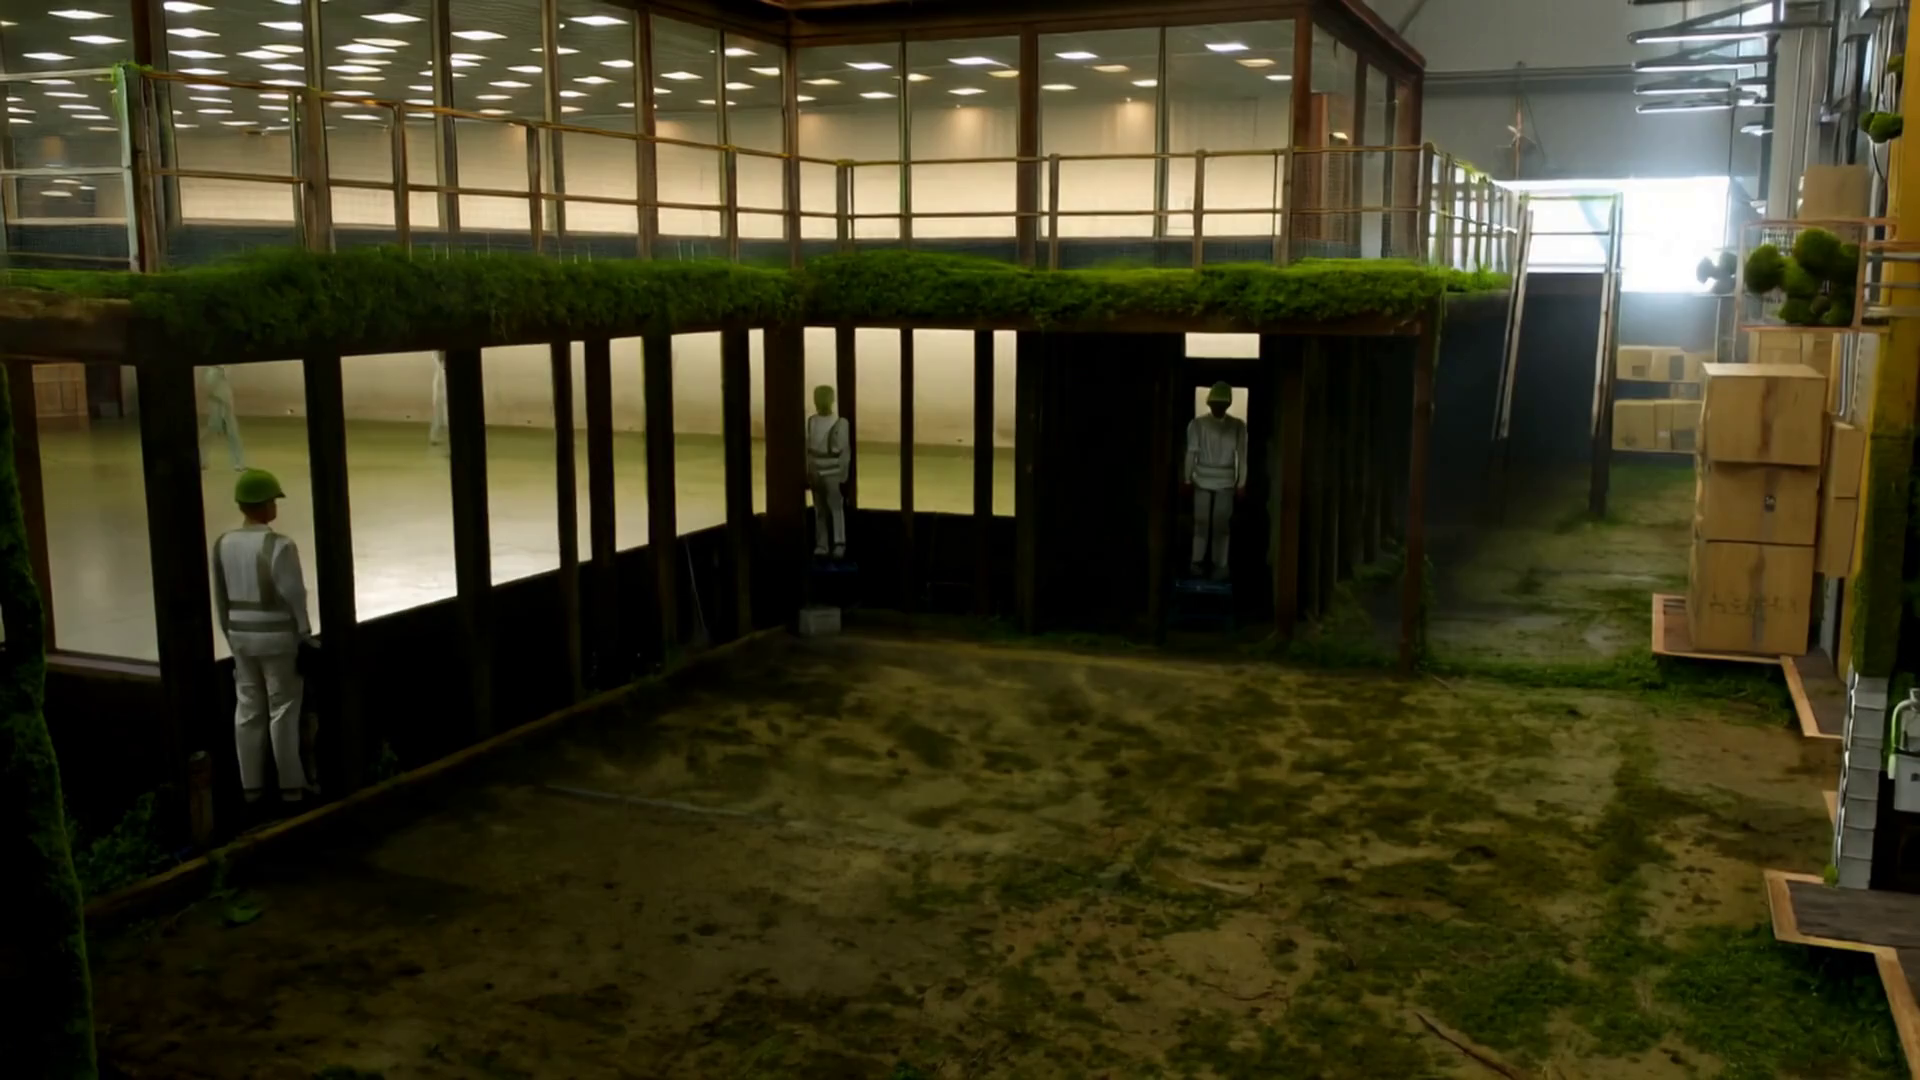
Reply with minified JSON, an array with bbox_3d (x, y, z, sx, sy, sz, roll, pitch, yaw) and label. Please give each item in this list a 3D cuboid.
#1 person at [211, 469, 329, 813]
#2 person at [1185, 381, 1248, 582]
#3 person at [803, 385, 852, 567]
[{"bbox_3d":[-3.916,0.572,9.400,0.605,1.950,0.380,4,10,22],"label":"person"},{"bbox_3d":[2.522,-0.569,16.344,0.612,1.986,0.406,1,9,5],"label":"person"},{"bbox_3d":[-1.388,-0.663,17.224,0.584,1.882,0.346,7,12,37],"label":"person"}]
